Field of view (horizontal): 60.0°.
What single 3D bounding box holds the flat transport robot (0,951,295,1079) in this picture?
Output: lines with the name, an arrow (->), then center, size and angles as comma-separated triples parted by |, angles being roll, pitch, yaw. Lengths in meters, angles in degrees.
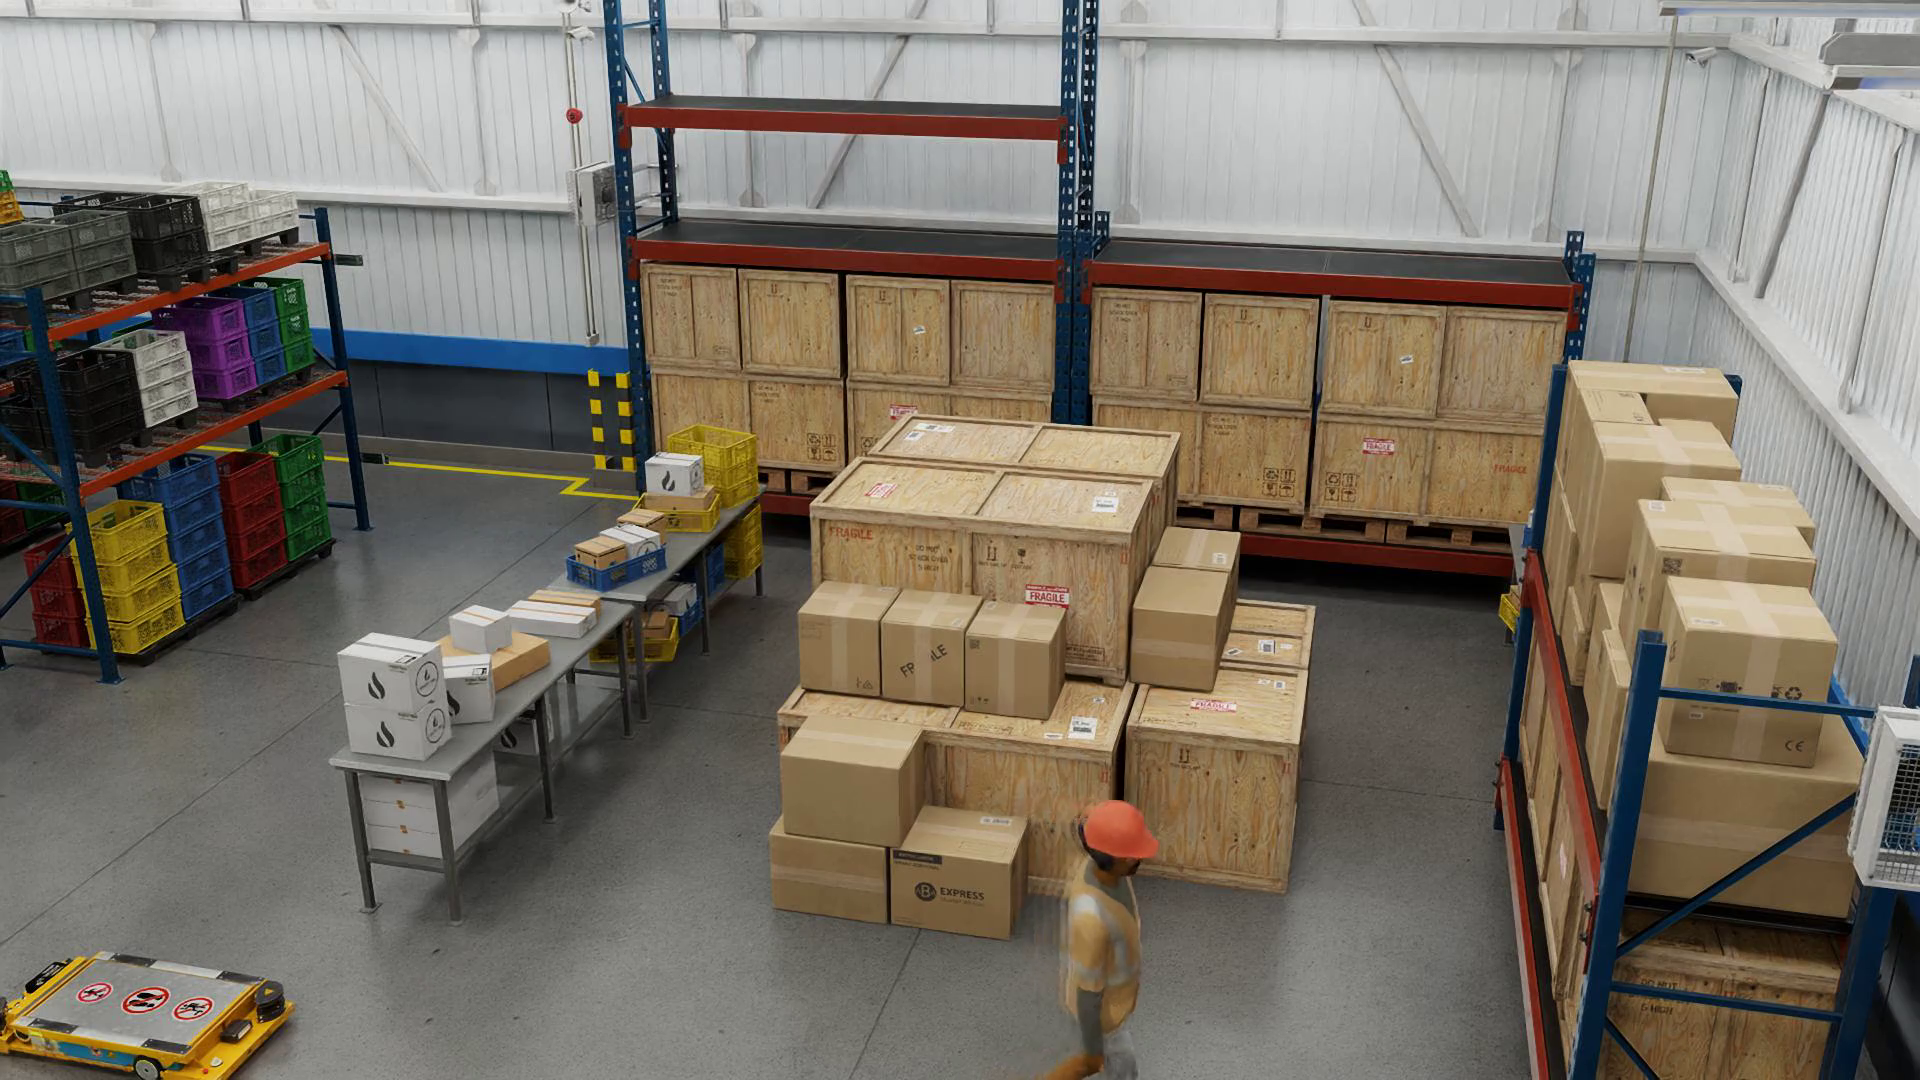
flat transport robot -> -4.270, 2.464, 8.601 | 1.431, 0.231, 0.659 | 5, 22, 13

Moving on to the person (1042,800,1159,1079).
person -> 0.590, 2.012, 7.324 | 0.800, 2.023, 0.613 | 3, 21, 9
